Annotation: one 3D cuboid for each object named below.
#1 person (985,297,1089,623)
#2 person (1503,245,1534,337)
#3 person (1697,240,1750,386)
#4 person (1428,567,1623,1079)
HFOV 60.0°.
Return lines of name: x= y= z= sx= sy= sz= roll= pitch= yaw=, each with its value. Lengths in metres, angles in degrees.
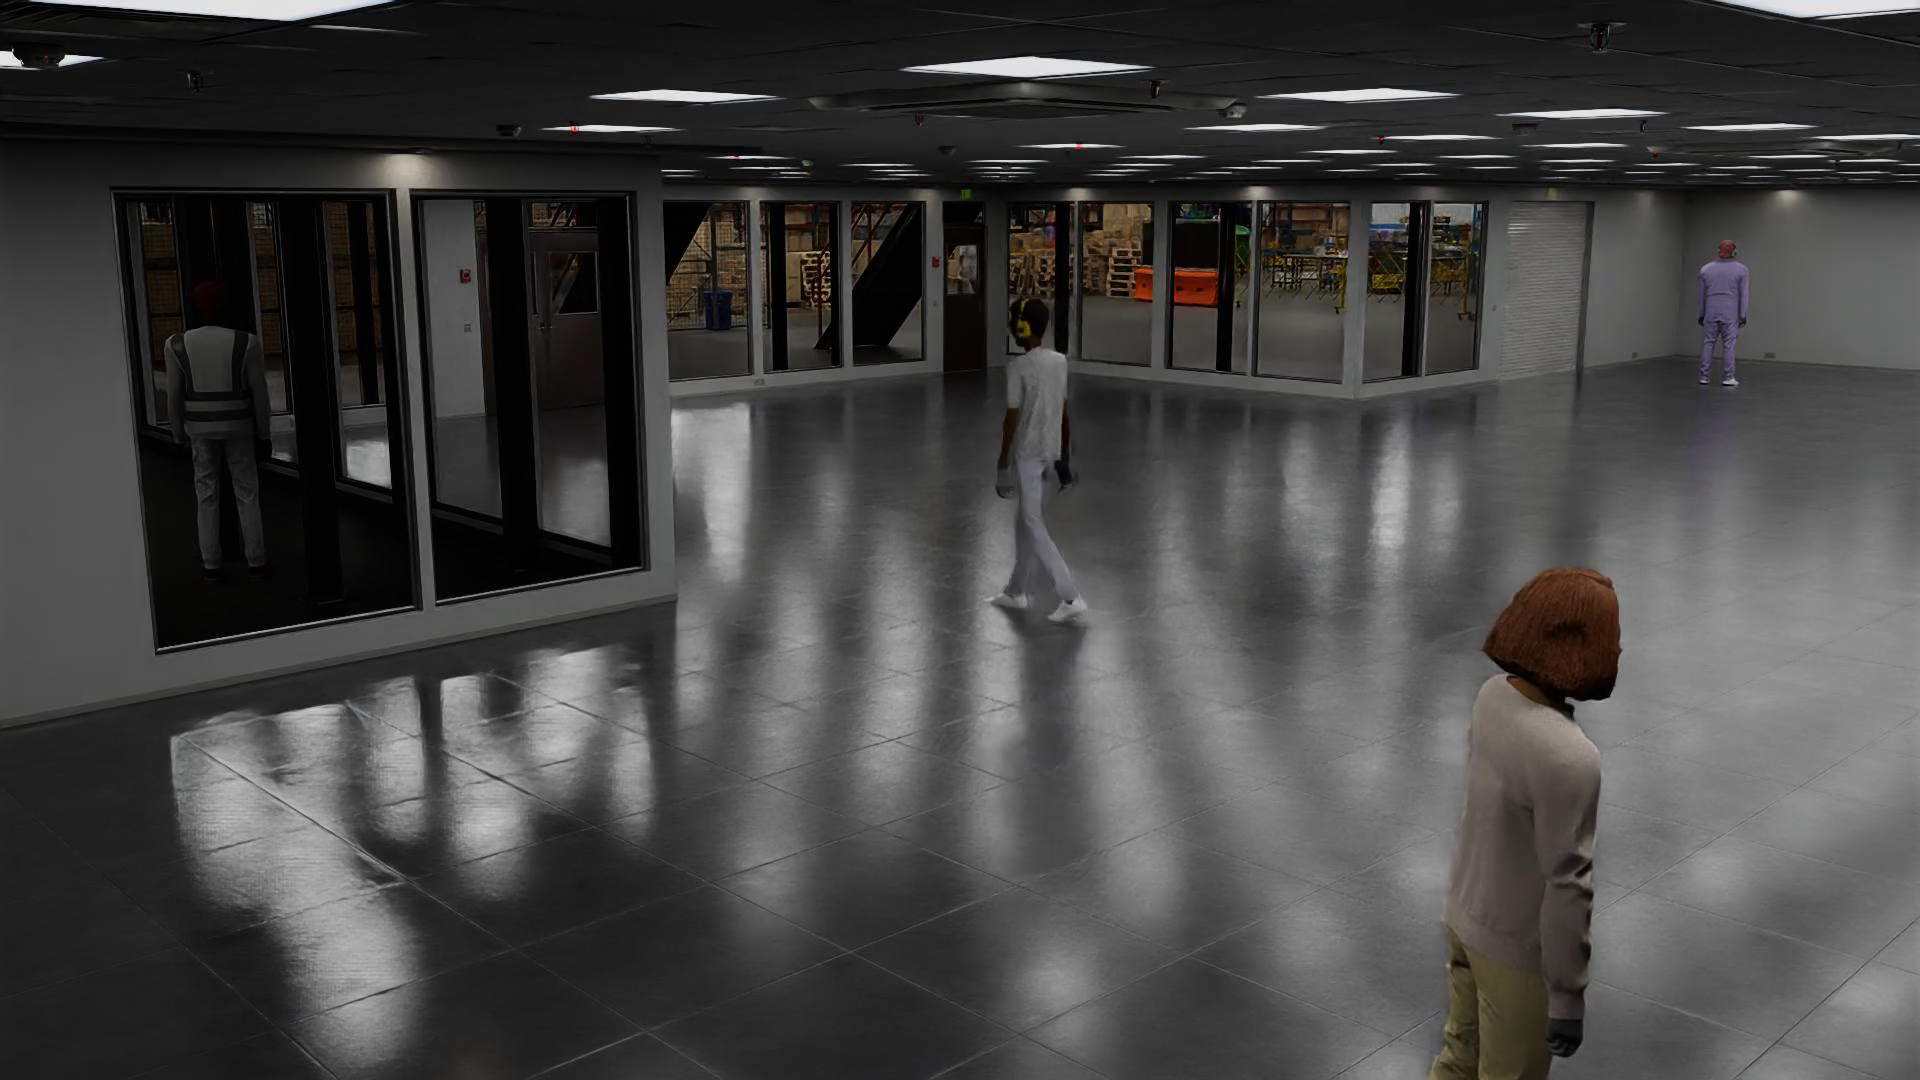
person: x=0.452 y=-0.444 z=9.408 sx=0.834 sy=1.842 sz=0.548 roll=10 pitch=15 yaw=40
person: x=10.200 y=-4.604 z=30.246 sx=0.657 sy=1.829 sz=0.531 roll=3 pitch=12 yaw=16
person: x=10.066 y=-2.990 z=21.945 sx=0.643 sy=1.908 sz=0.408 roll=9 pitch=15 yaw=39
person: x=1.154 y=0.849 z=3.445 sx=0.318 sy=1.621 sz=0.514 roll=-1 pitch=11 yaw=-3
